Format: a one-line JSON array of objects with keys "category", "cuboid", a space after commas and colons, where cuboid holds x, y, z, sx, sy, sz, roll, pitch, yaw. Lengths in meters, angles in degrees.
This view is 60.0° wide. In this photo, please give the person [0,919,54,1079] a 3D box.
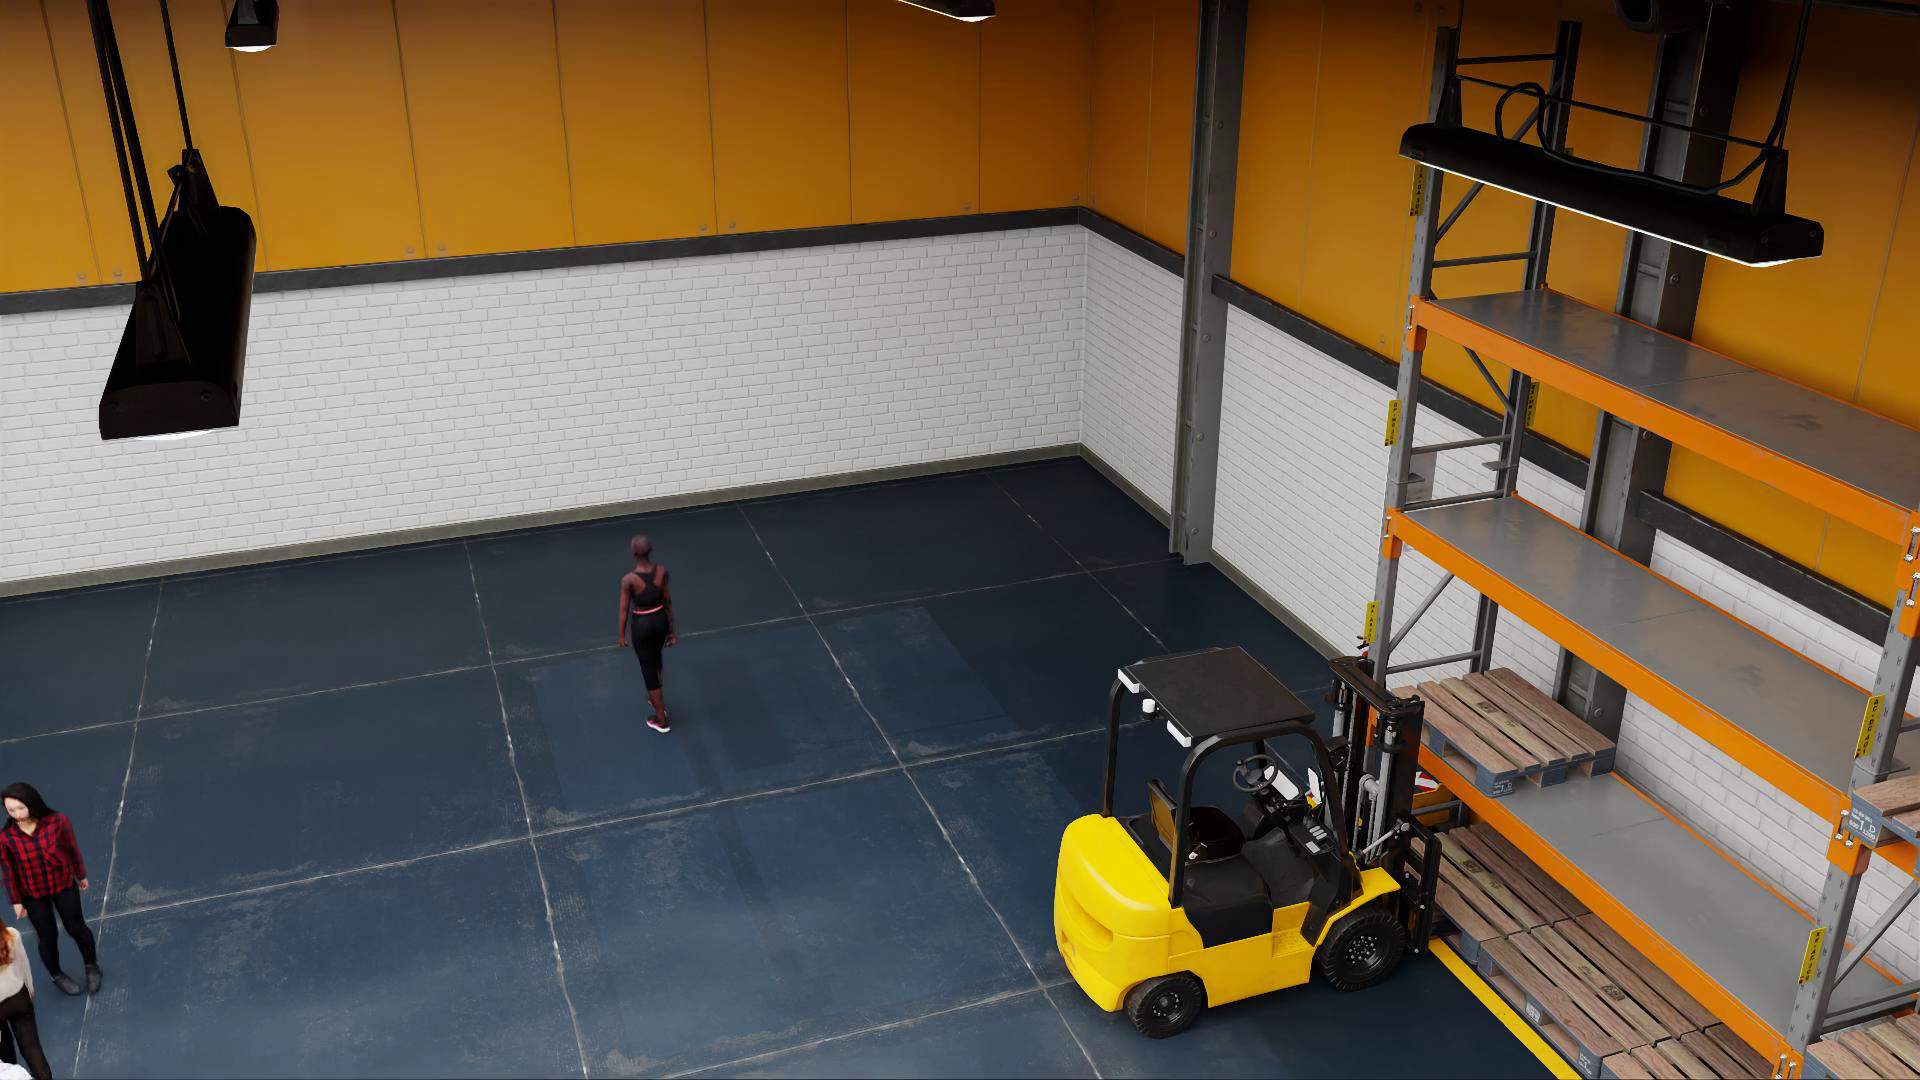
[{"category": "person", "cuboid": [-5.602, 2.780, 9.811, 1.067, 1.455, 0.834, 21, 31, 40]}]

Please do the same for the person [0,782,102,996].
[{"category": "person", "cuboid": [-5.943, 2.251, 10.790, 0.661, 1.639, 0.625, -16, 28, -32]}]

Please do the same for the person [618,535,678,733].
[{"category": "person", "cuboid": [-2.562, 0.813, 13.954, 0.729, 1.740, 0.881, -17, 29, -34]}]
